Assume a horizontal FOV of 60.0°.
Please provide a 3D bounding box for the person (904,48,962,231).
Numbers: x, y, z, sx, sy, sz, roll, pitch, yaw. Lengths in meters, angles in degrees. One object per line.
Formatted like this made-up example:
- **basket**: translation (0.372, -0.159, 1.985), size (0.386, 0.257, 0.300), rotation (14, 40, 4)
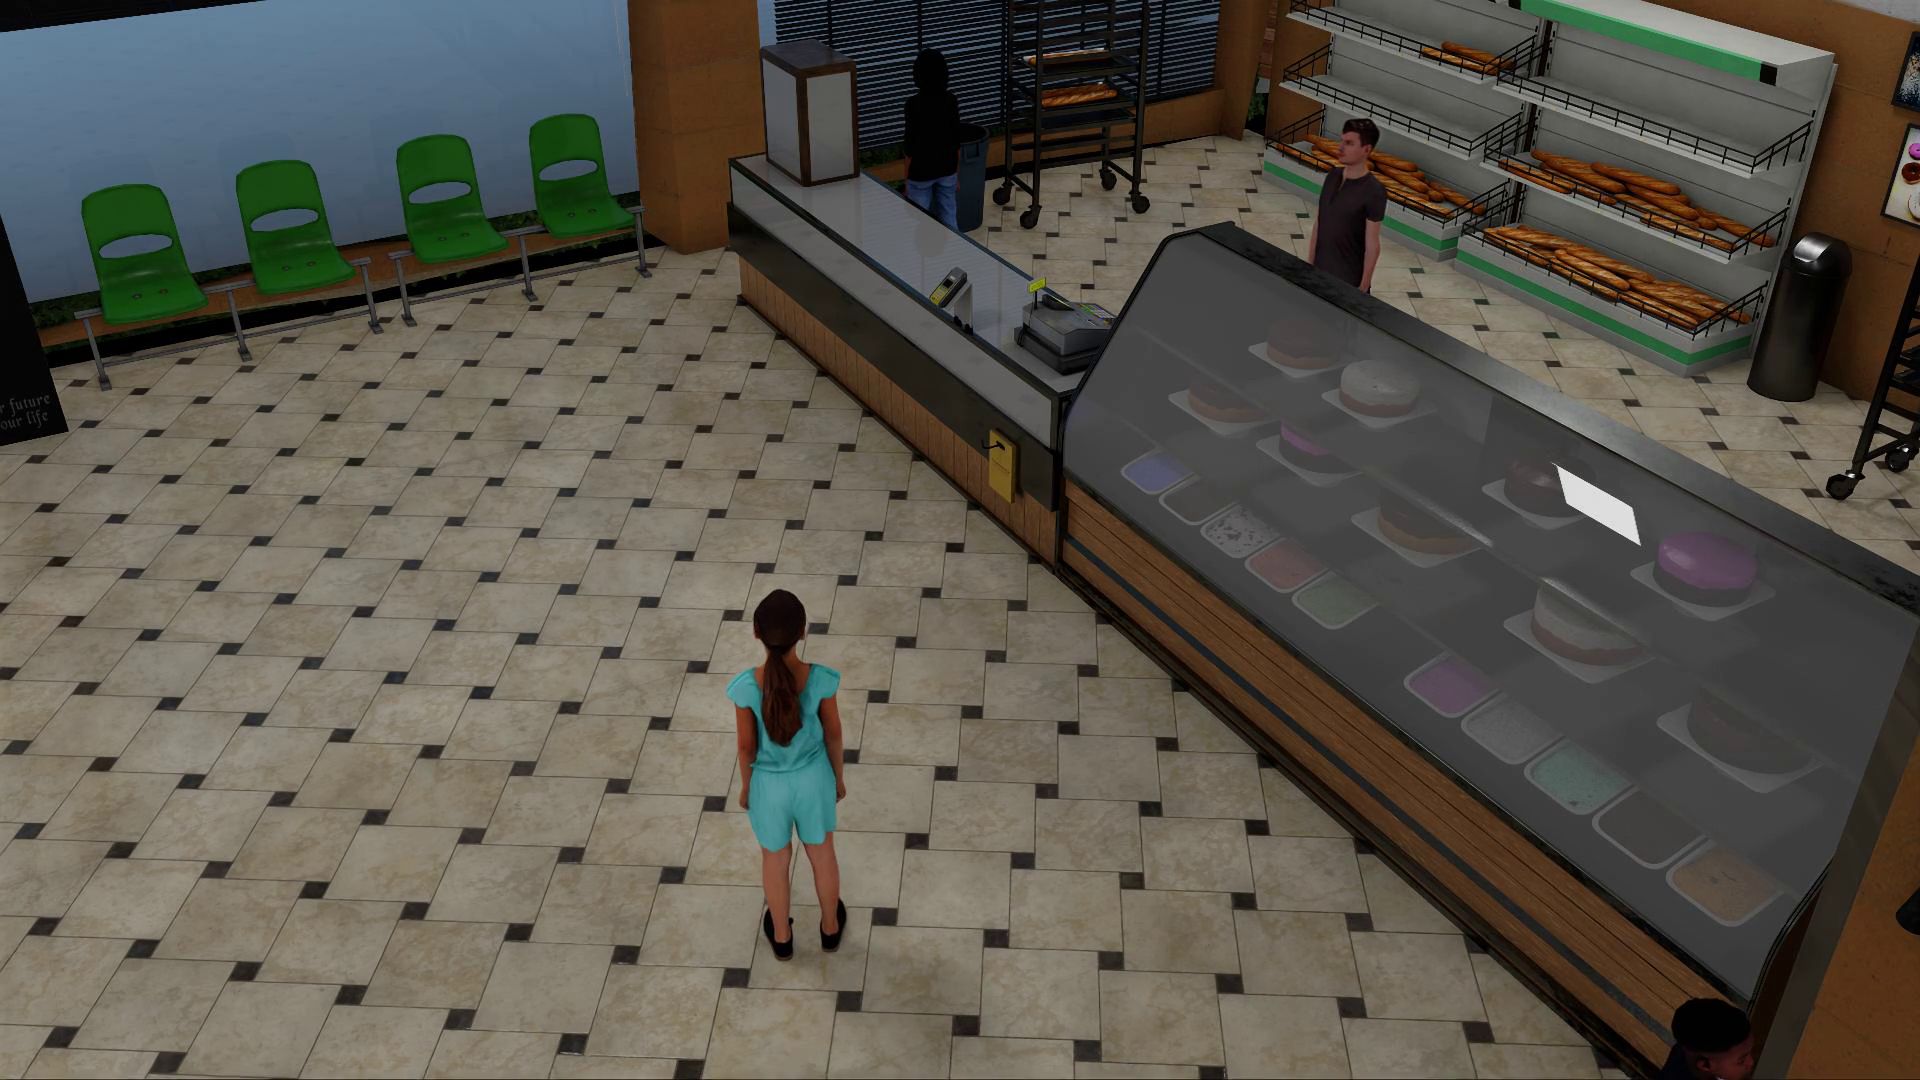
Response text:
- **person**: translation (-0.186, -2.395, 10.983), size (0.515, 1.702, 0.652), rotation (-12, 34, -18)

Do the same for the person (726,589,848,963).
- **person**: translation (-0.603, 0.847, 5.909), size (0.560, 1.558, 0.674), rotation (-5, 32, -8)

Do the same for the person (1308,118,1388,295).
- **person**: translation (2.140, -1.459, 9.336), size (0.518, 1.853, 0.639), rotation (-17, 36, -25)

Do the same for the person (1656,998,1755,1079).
- **person**: translation (1.993, 1.764, 4.709), size (0.677, 1.270, 0.611), rotation (10, 33, 16)
